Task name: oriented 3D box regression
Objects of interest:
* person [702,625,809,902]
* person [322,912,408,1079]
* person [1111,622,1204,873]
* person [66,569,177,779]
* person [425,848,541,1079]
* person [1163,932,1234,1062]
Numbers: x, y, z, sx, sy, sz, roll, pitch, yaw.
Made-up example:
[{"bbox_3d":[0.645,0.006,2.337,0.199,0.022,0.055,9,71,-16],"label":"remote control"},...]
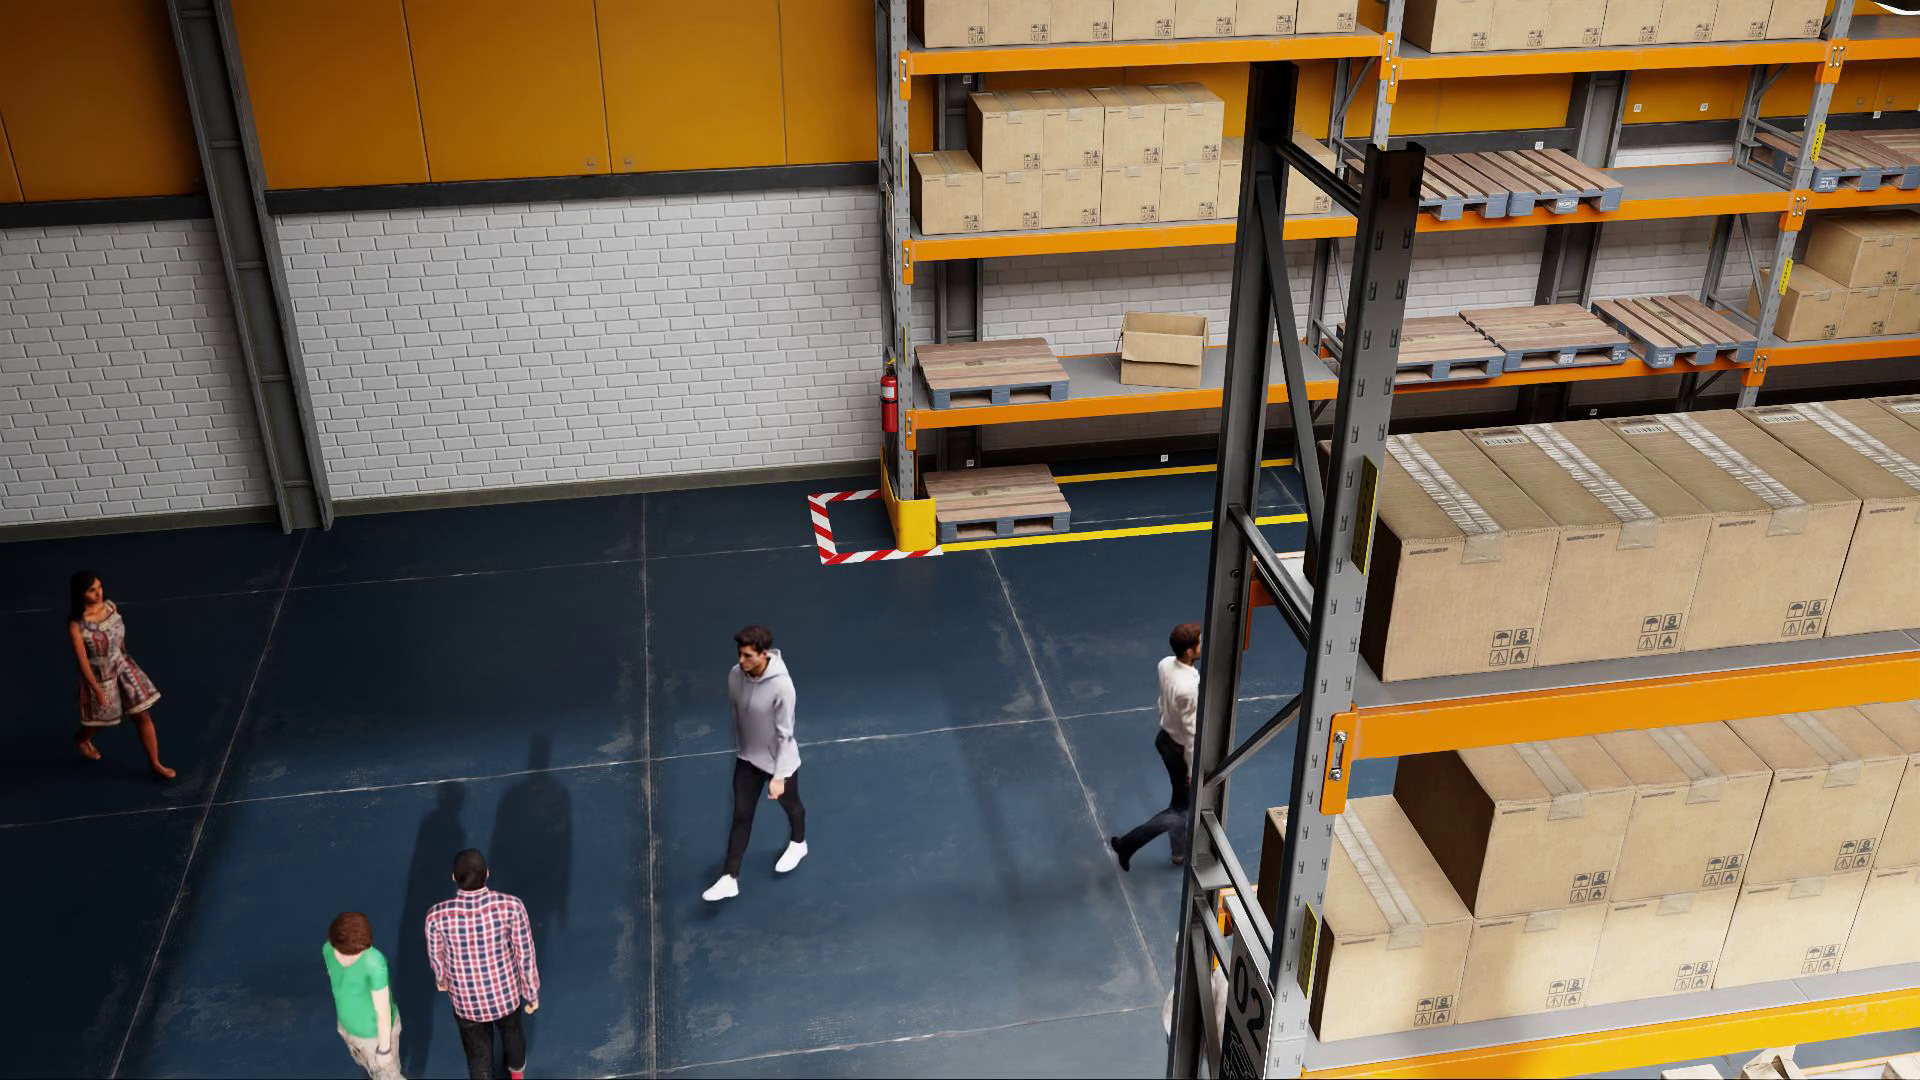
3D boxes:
[{"bbox_3d":[-1.145,1.318,10.473,1.159,1.893,1.151,14,32,24],"label":"person"},{"bbox_3d":[-3.072,2.470,8.647,0.898,1.620,0.835,-26,38,-38],"label":"person"},{"bbox_3d":[1.307,1.350,10.455,0.984,1.853,0.708,-7,29,-13],"label":"person"},{"bbox_3d":[-5.936,0.934,11.463,1.134,1.619,0.988,12,31,21],"label":"person"},{"bbox_3d":[-2.470,2.396,8.650,1.097,1.746,0.883,-10,30,-18],"label":"person"},{"bbox_3d":[1.165,2.536,8.468,0.798,1.674,0.763,-24,37,-37],"label":"person"}]
